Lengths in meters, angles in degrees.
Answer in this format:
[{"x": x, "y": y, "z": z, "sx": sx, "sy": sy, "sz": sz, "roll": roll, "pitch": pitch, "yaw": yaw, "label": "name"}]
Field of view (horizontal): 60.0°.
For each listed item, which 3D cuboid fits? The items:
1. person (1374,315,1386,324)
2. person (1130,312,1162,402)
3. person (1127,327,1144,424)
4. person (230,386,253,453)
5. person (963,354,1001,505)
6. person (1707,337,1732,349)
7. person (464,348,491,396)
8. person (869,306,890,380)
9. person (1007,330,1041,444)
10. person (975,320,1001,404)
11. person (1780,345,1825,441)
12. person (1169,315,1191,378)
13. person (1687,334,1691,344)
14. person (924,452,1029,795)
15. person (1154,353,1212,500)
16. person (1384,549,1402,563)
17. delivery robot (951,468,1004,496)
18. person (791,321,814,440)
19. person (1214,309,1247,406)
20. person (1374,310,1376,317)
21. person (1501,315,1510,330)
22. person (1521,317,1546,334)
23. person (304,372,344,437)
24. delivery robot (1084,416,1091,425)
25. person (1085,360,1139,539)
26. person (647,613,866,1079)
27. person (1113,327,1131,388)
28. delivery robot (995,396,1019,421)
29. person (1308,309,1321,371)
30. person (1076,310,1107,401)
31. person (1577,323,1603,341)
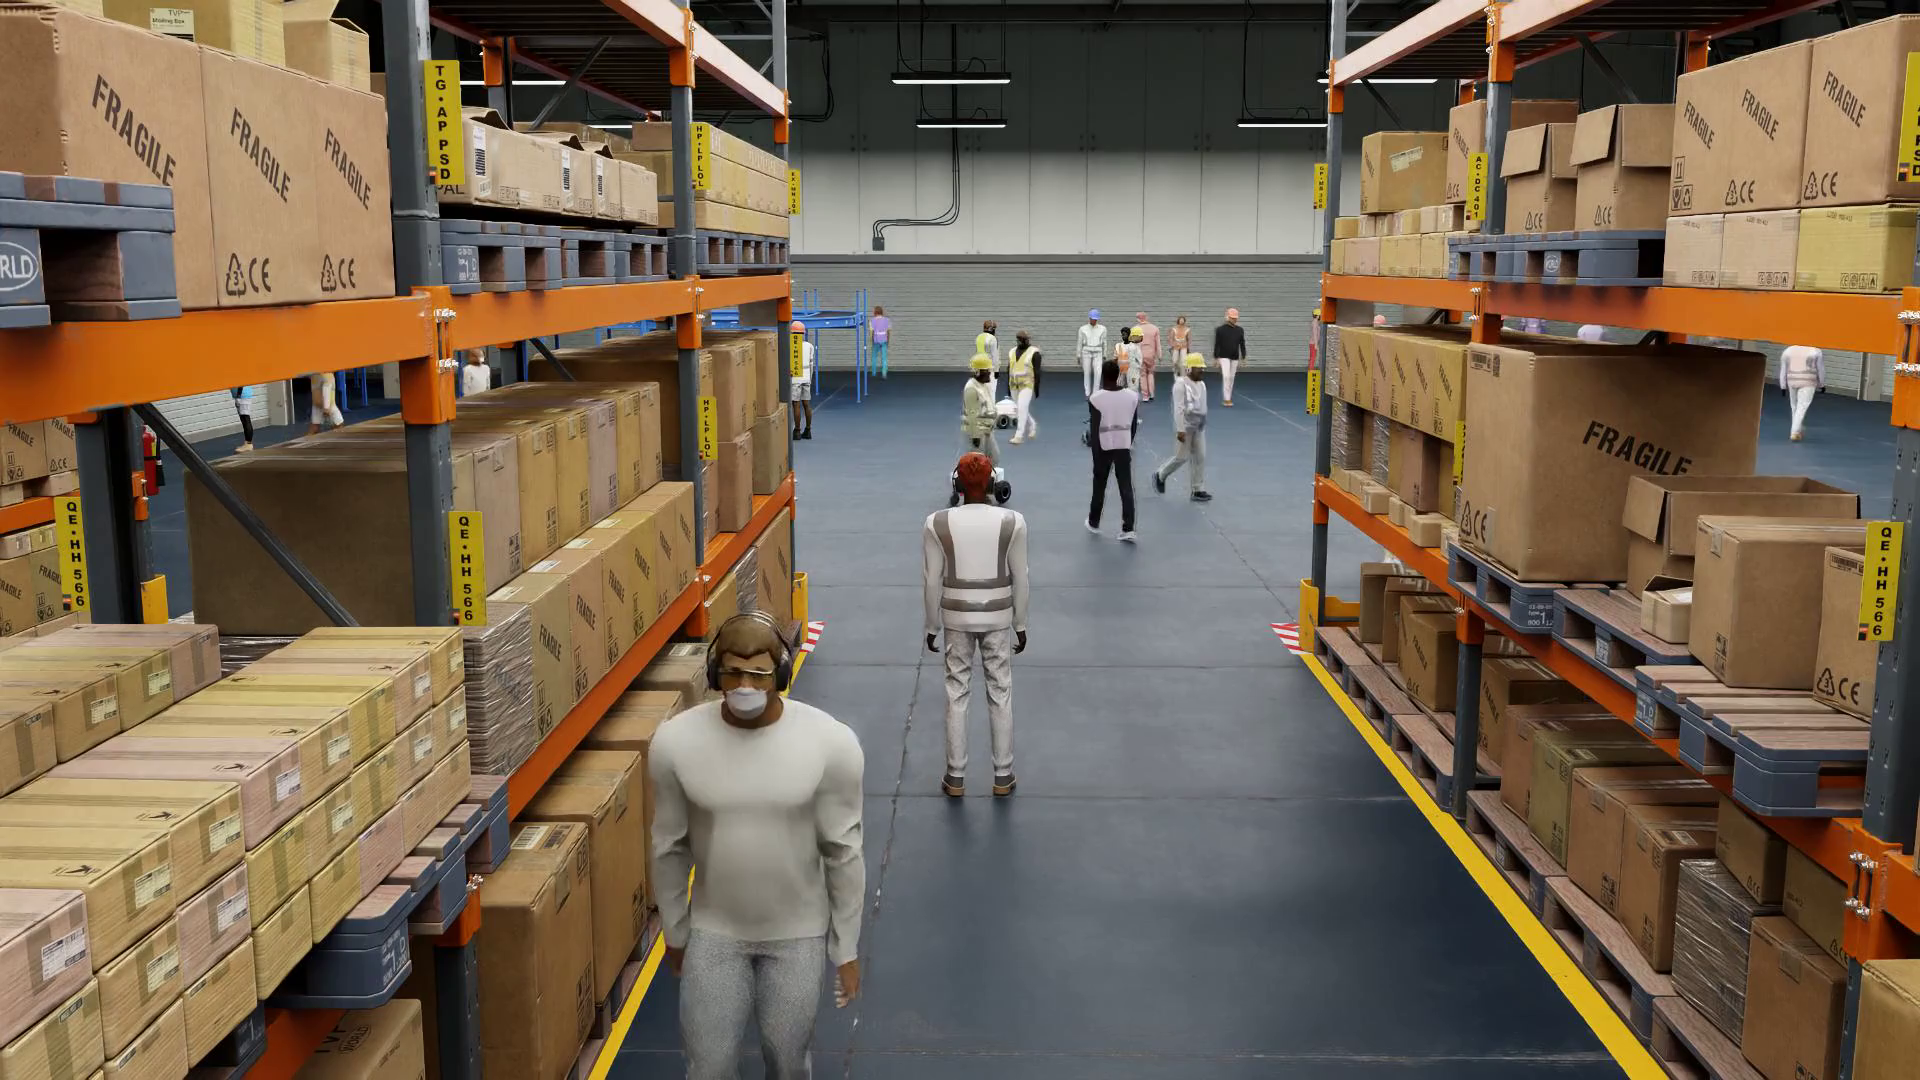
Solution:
[{"x": 7.360, "y": -2.970, "z": 29.317, "sx": 0.659, "sy": 1.973, "sz": 0.620, "roll": 5, "pitch": 11, "yaw": 27, "label": "person"}, {"x": 3.863, "y": -3.830, "z": 34.794, "sx": 0.713, "sy": 1.869, "sz": 0.644, "roll": 0, "pitch": 9, "yaw": -1, "label": "person"}, {"x": 3.178, "y": -2.979, "z": 30.079, "sx": 0.306, "sy": 1.743, "sz": 0.494, "roll": 2, "pitch": 10, "yaw": 13, "label": "person"}, {"x": -11.004, "y": -2.188, "z": 25.469, "sx": 0.318, "sy": 1.700, "sz": 0.535, "roll": -3, "pitch": 10, "yaw": -17, "label": "person"}, {"x": 0.253, "y": -1.321, "z": 19.925, "sx": 0.437, "sy": 1.813, "sz": 0.615, "roll": 4, "pitch": 10, "yaw": 20, "label": "person"}, {"x": 9.676, "y": -1.629, "z": 21.229, "sx": 0.701, "sy": 2.000, "sz": 0.955, "roll": -8, "pitch": 12, "yaw": -38, "label": "person"}, {"x": -7.506, "y": -2.173, "z": 25.667, "sx": 0.611, "sy": 1.613, "sz": 0.514, "roll": 6, "pitch": 11, "yaw": 32, "label": "person"}, {"x": -2.027, "y": -4.895, "z": 41.353, "sx": 0.590, "sy": 1.813, "sz": 0.857, "roll": -4, "pitch": 10, "yaw": -21, "label": "person"}, {"x": 1.052, "y": -2.497, "z": 26.978, "sx": 0.632, "sy": 1.819, "sz": 0.802, "roll": 8, "pitch": 12, "yaw": 39, "label": "person"}, {"x": 0.541, "y": -3.145, "z": 30.802, "sx": 0.429, "sy": 1.838, "sz": 0.622, "roll": -6, "pitch": 11, "yaw": -33, "label": "person"}, {"x": 13.828, "y": -2.539, "z": 27.306, "sx": 0.926, "sy": 1.804, "sz": 0.630, "roll": -8, "pitch": 12, "yaw": -38, "label": "person"}, {"x": 5.387, "y": -4.694, "z": 40.715, "sx": 0.522, "sy": 1.618, "sz": 0.604, "roll": 1, "pitch": 10, "yaw": 7, "label": "person"}, {"x": 14.427, "y": -3.609, "z": 33.409, "sx": 0.853, "sy": 1.897, "sz": 0.674, "roll": 9, "pitch": 13, "yaw": 43, "label": "person"}, {"x": 0.090, "y": 0.456, "z": 9.085, "sx": 0.573, "sy": 1.883, "sz": 0.356, "roll": 0, "pitch": 9, "yaw": -1, "label": "person"}, {"x": 2.780, "y": -1.403, "z": 20.448, "sx": 0.605, "sy": 1.813, "sz": 0.720, "roll": -9, "pitch": 13, "yaw": -43, "label": "person"}, {"x": 4.301, "y": -0.665, "z": 16.034, "sx": 0.538, "sy": 1.801, "sz": 0.988, "roll": 7, "pitch": 12, "yaw": 36, "label": "person"}, {"x": 0.211, "y": -0.745, "z": 20.099, "sx": 0.477, "sy": 0.478, "sz": 0.707, "roll": 8, "pitch": 12, "yaw": 38, "label": "delivery robot"}, {"x": -2.657, "y": -2.628, "z": 27.383, "sx": 0.349, "sy": 1.942, "sz": 0.545, "roll": 9, "pitch": 13, "yaw": 42, "label": "person"}, {"x": 5.488, "y": -3.670, "z": 33.529, "sx": 0.646, "sy": 1.963, "sz": 0.817, "roll": -3, "pitch": 10, "yaw": -15, "label": "person"}, {"x": 8.890, "y": -4.107, "z": 36.392, "sx": 0.537, "sy": 1.887, "sz": 0.664, "roll": -5, "pitch": 11, "yaw": -26, "label": "person"}, {"x": 11.005, "y": -3.743, "z": 34.178, "sx": 0.578, "sy": 1.895, "sz": 0.918, "roll": 8, "pitch": 12, "yaw": 40, "label": "person"}, {"x": 14.824, "y": -5.285, "z": 43.056, "sx": 0.608, "sy": 2.032, "sz": 0.434, "roll": 2, "pitch": 10, "yaw": 15, "label": "person"}, {"x": -9.073, "y": -1.967, "z": 23.561, "sx": 0.962, "sy": 1.903, "sz": 0.555, "roll": -9, "pitch": 13, "yaw": -43, "label": "person"}, {"x": 2.206, "y": -1.967, "z": 26.637, "sx": 0.335, "sy": 0.223, "sz": 0.698, "roll": -2, "pitch": 10, "yaw": -14, "label": "delivery robot"}, {"x": 1.625, "y": -0.963, "z": 17.642, "sx": 0.597, "sy": 1.873, "sz": 0.992, "roll": -3, "pitch": 10, "yaw": -16, "label": "person"}, {"x": -0.582, "y": 1.151, "z": 4.796, "sx": 0.627, "sy": 1.925, "sz": 0.428, "roll": 0, "pitch": 9, "yaw": -2, "label": "person"}, {"x": 3.115, "y": -3.141, "z": 31.184, "sx": 0.540, "sy": 1.695, "sz": 0.317, "roll": 5, "pitch": 11, "yaw": 29, "label": "person"}, {"x": 0.829, "y": -2.303, "z": 29.429, "sx": 0.707, "sy": 0.478, "sz": 0.477, "roll": -6, "pitch": 11, "yaw": -32, "label": "delivery robot"}, {"x": 8.783, "y": -4.824, "z": 41.079, "sx": 0.329, "sy": 1.763, "sz": 0.523, "roll": 2, "pitch": 10, "yaw": 11, "label": "person"}, {"x": 2.756, "y": -3.843, "z": 34.742, "sx": 0.659, "sy": 1.908, "sz": 0.810, "roll": 0, "pitch": 9, "yaw": -1, "label": "person"}, {"x": 13.142, "y": -3.838, "z": 34.888, "sx": 0.642, "sy": 1.853, "sz": 1.007, "roll": -3, "pitch": 10, "yaw": -16, "label": "person"}]
